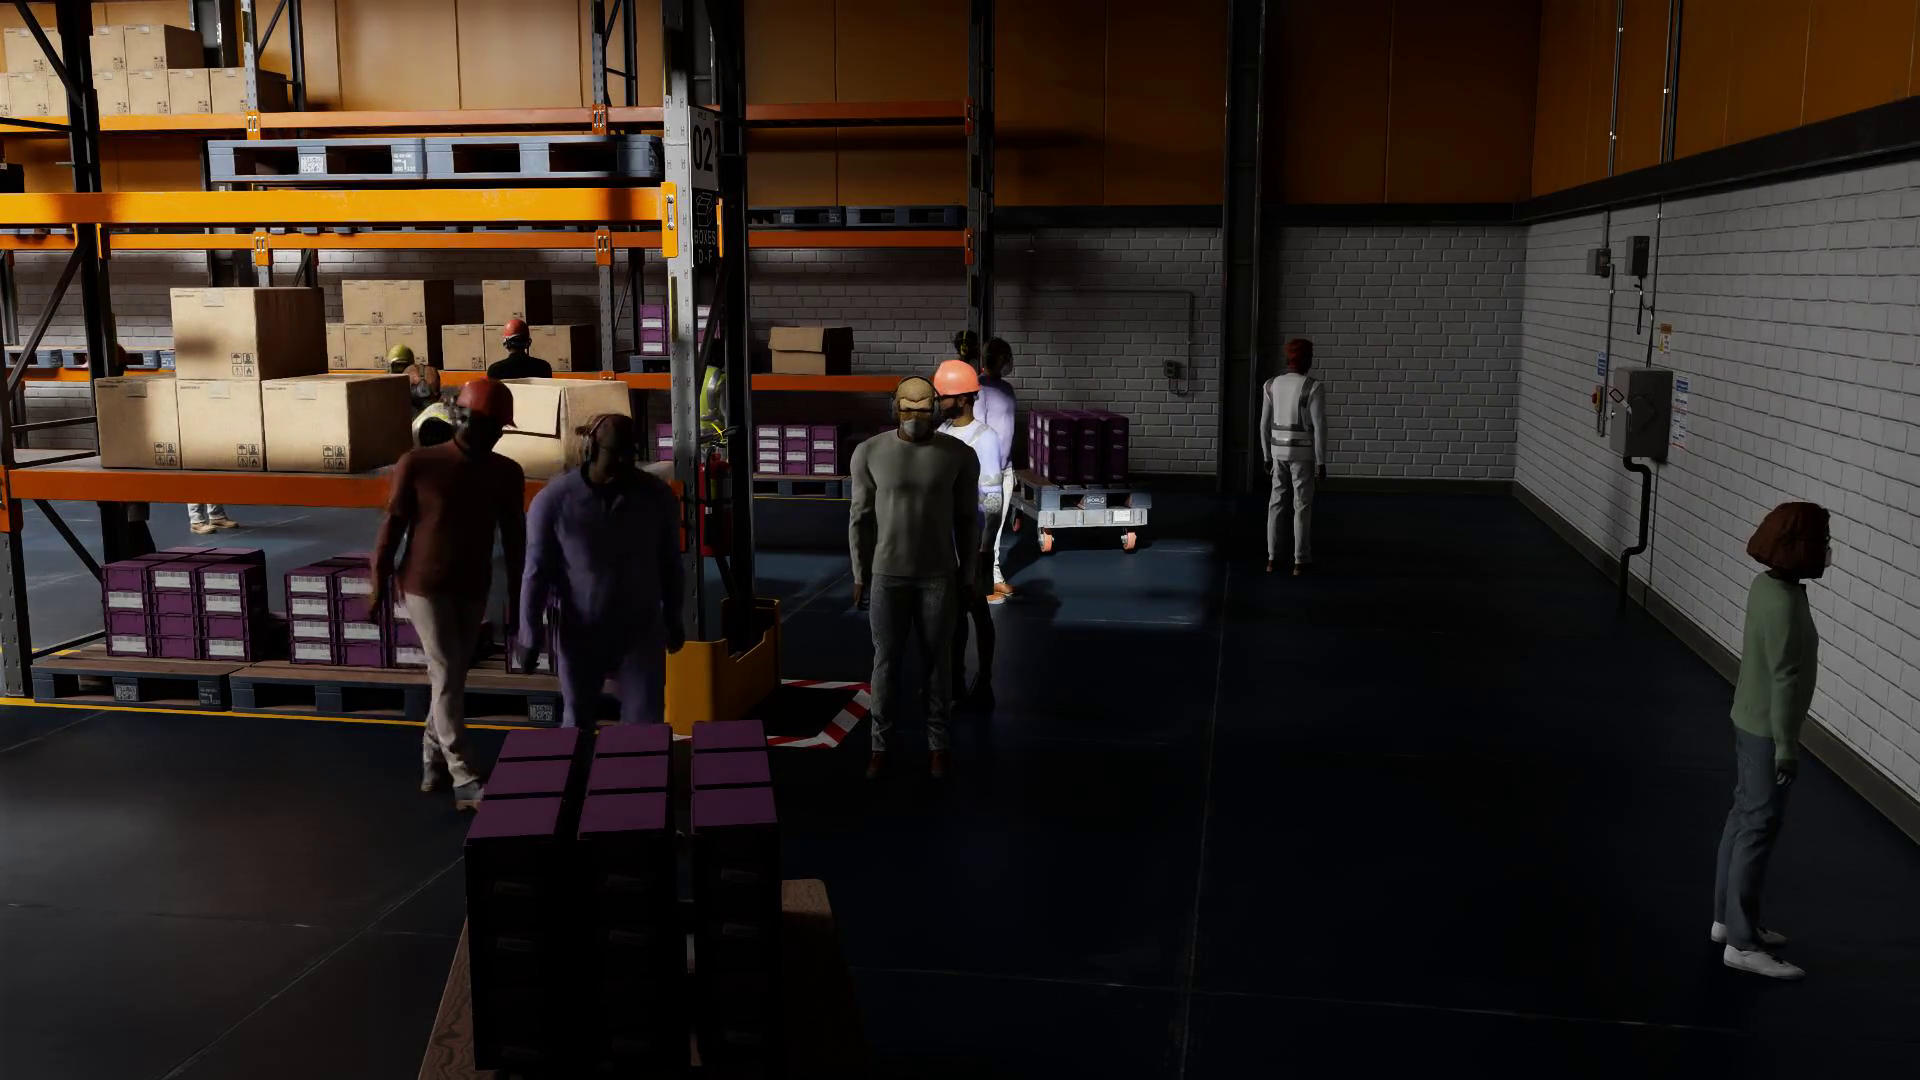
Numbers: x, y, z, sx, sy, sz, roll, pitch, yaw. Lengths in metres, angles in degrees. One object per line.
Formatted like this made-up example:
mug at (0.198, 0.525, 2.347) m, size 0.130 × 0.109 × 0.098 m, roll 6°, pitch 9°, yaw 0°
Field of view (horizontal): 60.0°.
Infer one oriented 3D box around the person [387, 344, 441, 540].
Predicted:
person at (-4.614, -0.733, 13.966) m, size 0.602 × 1.798 × 0.676 m, roll -2°, pitch 9°, yaw -14°

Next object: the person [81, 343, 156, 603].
person at (-5.987, -0.461, 11.869) m, size 0.374 × 1.934 × 0.548 m, roll -9°, pitch 13°, yaw -43°

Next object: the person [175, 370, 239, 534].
person at (-6.971, -0.983, 15.425) m, size 0.429 × 1.835 × 0.630 m, roll 2°, pitch 9°, yaw 14°

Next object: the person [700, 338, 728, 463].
person at (-2.129, -0.837, 14.497) m, size 0.633 × 1.841 × 0.429 m, roll 8°, pitch 12°, yaw 40°

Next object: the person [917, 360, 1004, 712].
person at (0.003, -0.022, 9.159) m, size 0.376 × 1.933 × 0.544 m, roll -6°, pitch 11°, yaw -34°

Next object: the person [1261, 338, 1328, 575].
person at (2.670, -0.661, 13.272) m, size 0.584 × 1.882 × 0.337 m, roll 9°, pitch 13°, yaw 44°

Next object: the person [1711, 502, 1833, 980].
person at (2.818, 0.674, 5.763) m, size 0.268 × 1.632 × 0.505 m, roll 3°, pitch 10°, yaw 17°

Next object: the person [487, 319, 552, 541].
person at (-3.910, -0.968, 14.829) m, size 0.609 × 1.995 × 0.378 m, roll -7°, pitch 11°, yaw -36°

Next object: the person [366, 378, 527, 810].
person at (-2.263, 0.243, 7.518) m, size 0.685 × 1.927 × 0.915 m, roll -8°, pitch 12°, yaw -41°

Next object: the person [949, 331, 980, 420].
person at (0.067, -1.018, 15.649) m, size 0.520 × 1.868 × 0.554 m, roll 0°, pitch 9°, yaw 0°

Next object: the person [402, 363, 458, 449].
person at (-3.393, -0.217, 10.690) m, size 0.430 × 1.835 × 0.618 m, roll -4°, pitch 10°, yaw -22°

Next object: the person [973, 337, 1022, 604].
person at (0.245, -0.514, 12.191) m, size 0.372 × 1.940 × 0.632 m, roll 4°, pitch 10°, yaw 23°

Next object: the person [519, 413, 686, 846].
person at (-1.522, 0.365, 7.103) m, size 0.708 × 1.830 × 1.065 m, roll -3°, pitch 10°, yaw -18°

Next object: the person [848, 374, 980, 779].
person at (-0.215, 0.177, 7.919) m, size 0.628 × 1.935 × 0.373 m, roll 0°, pitch 9°, yaw -3°
